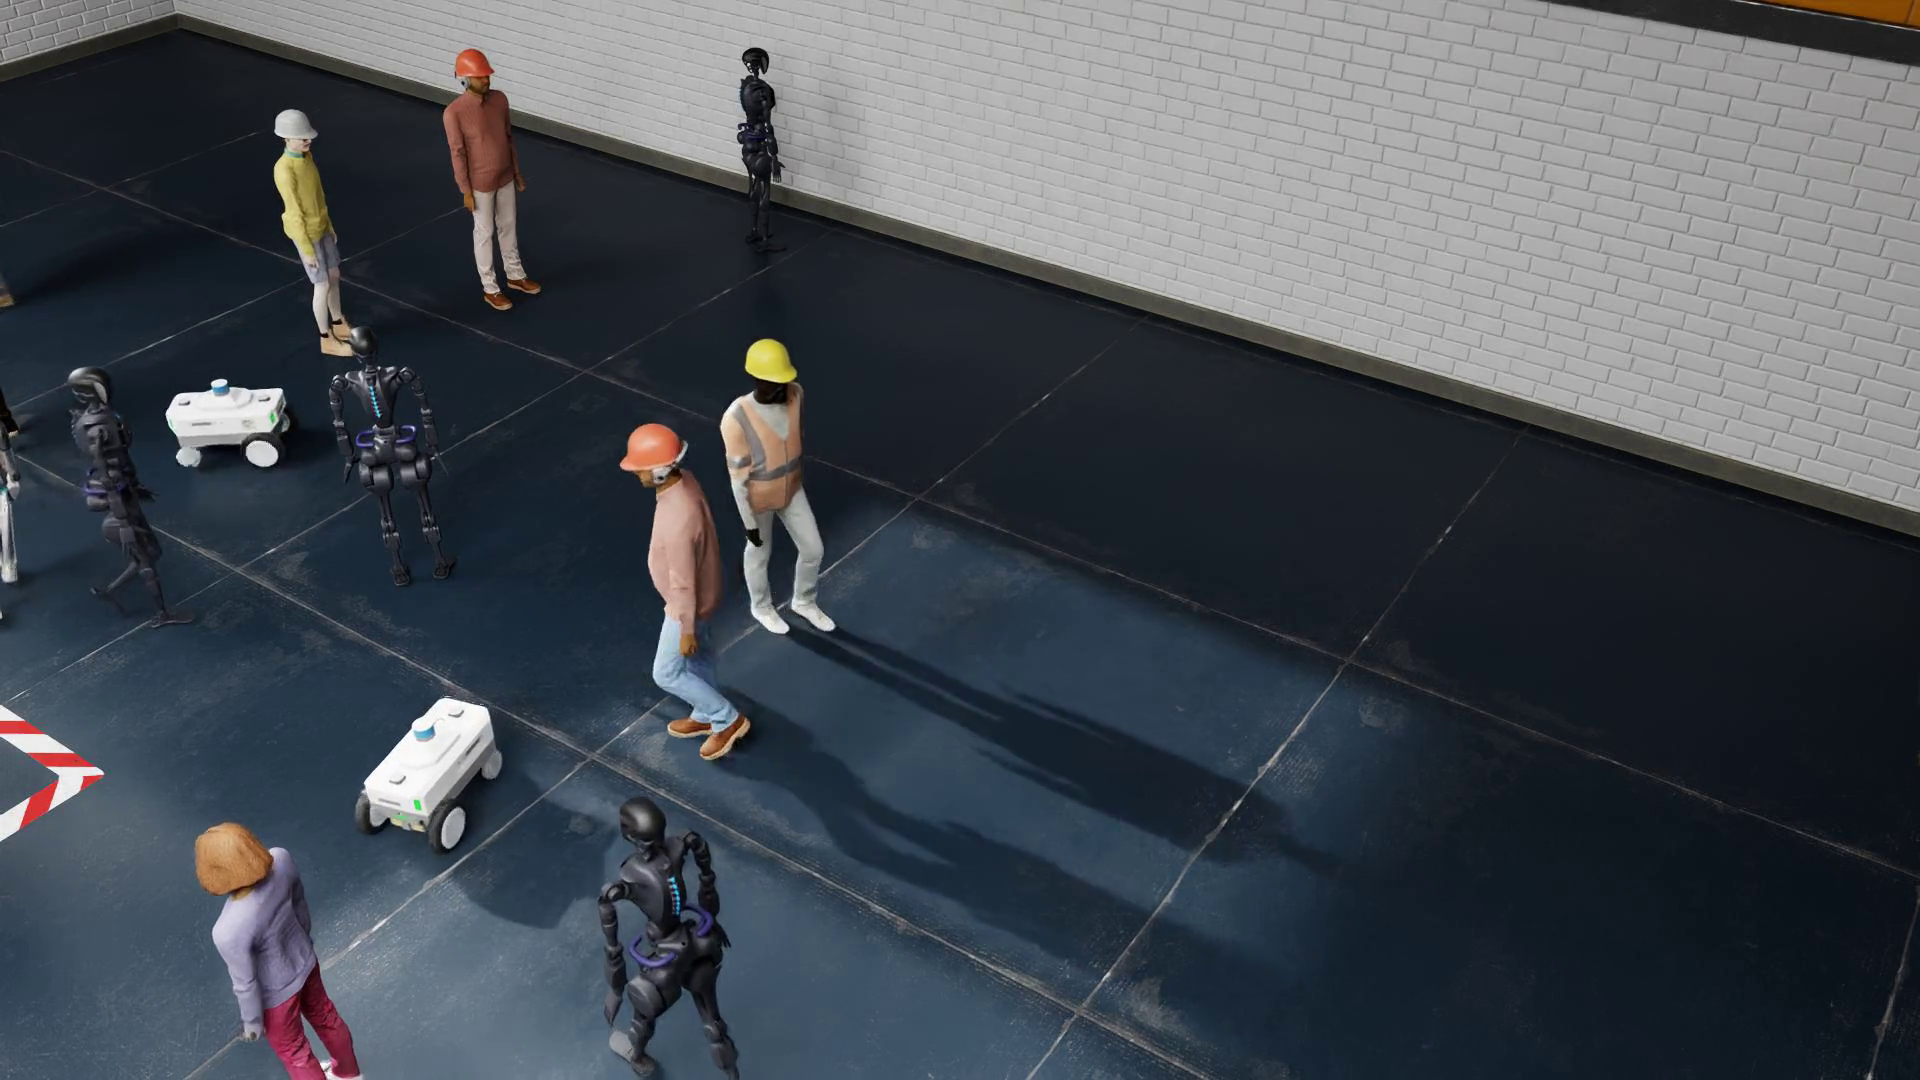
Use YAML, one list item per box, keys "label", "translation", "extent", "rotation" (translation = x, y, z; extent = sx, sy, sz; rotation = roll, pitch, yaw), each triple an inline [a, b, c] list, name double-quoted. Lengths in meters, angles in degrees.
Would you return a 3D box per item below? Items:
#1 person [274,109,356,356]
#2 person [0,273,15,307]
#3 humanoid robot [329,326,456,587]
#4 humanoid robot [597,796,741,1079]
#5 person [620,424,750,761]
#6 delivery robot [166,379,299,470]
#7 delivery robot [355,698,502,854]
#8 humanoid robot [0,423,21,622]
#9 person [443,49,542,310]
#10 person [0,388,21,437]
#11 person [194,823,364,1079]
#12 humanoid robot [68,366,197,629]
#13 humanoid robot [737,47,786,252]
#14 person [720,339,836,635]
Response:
- label: "person"
  translation: [-4.674, -2.207, 12.022]
  extent: [0.412, 1.879, 0.487]
  rotation: [1, 35, 1]
- label: "person"
  translation: [-7.758, -2.437, 12.481]
  extent: [0.802, 1.724, 0.618]
  rotation: [-18, 39, -24]
- label: "humanoid robot"
  translation: [-3.327, -0.487, 9.721]
  extent: [0.599, 1.655, 0.315]
  rotation: [-7, 36, -10]
- label: "humanoid robot"
  translation: [-1.176, 1.667, 6.689]
  extent: [0.764, 1.627, 0.607]
  rotation: [27, 43, 33]
- label: "person"
  translation: [-1.400, 0.270, 8.389]
  extent: [0.429, 1.969, 0.659]
  rotation: [-2, 35, -3]
- label: "delivery robot"
  translation: [-4.889, -0.807, 11.142]
  extent: [0.739, 0.566, 0.499]
  rotation: [-3, 35, -5]
- label: "delivery robot"
  translation: [-2.657, 1.154, 8.351]
  extent: [0.499, 0.579, 0.753]
  rotation: [11, 36, 15]
- label: "humanoid robot"
  translation: [-5.702, -0.406, 9.566]
  extent: [0.540, 1.762, 0.903]
  rotation: [-19, 39, -25]
- label: "person"
  translation: [-3.584, -2.759, 12.701]
  extent: [0.375, 1.997, 0.611]
  rotation: [20, 39, 26]
- label: "person"
  translation: [-6.643, -1.432, 10.844]
  extent: [0.386, 1.956, 0.603]
  rotation: [-7, 36, -10]
- label: "person"
  translation: [-2.699, 1.736, 6.592]
  extent: [0.276, 1.628, 0.514]
  rotation: [5, 35, 7]
- label: "humanoid robot"
  translation: [-4.774, -0.200, 9.326]
  extent: [0.530, 1.638, 0.593]
  rotation: [-12, 37, -16]
- label: "humanoid robot"
  translation: [-1.638, -3.205, 13.603]
  extent: [0.315, 1.657, 0.599]
  rotation: [-14, 37, -19]
- label: "person"
  translation: [-0.999, -0.239, 9.168]
  extent: [0.632, 1.907, 0.593]
  rotation: [29, 44, 35]
